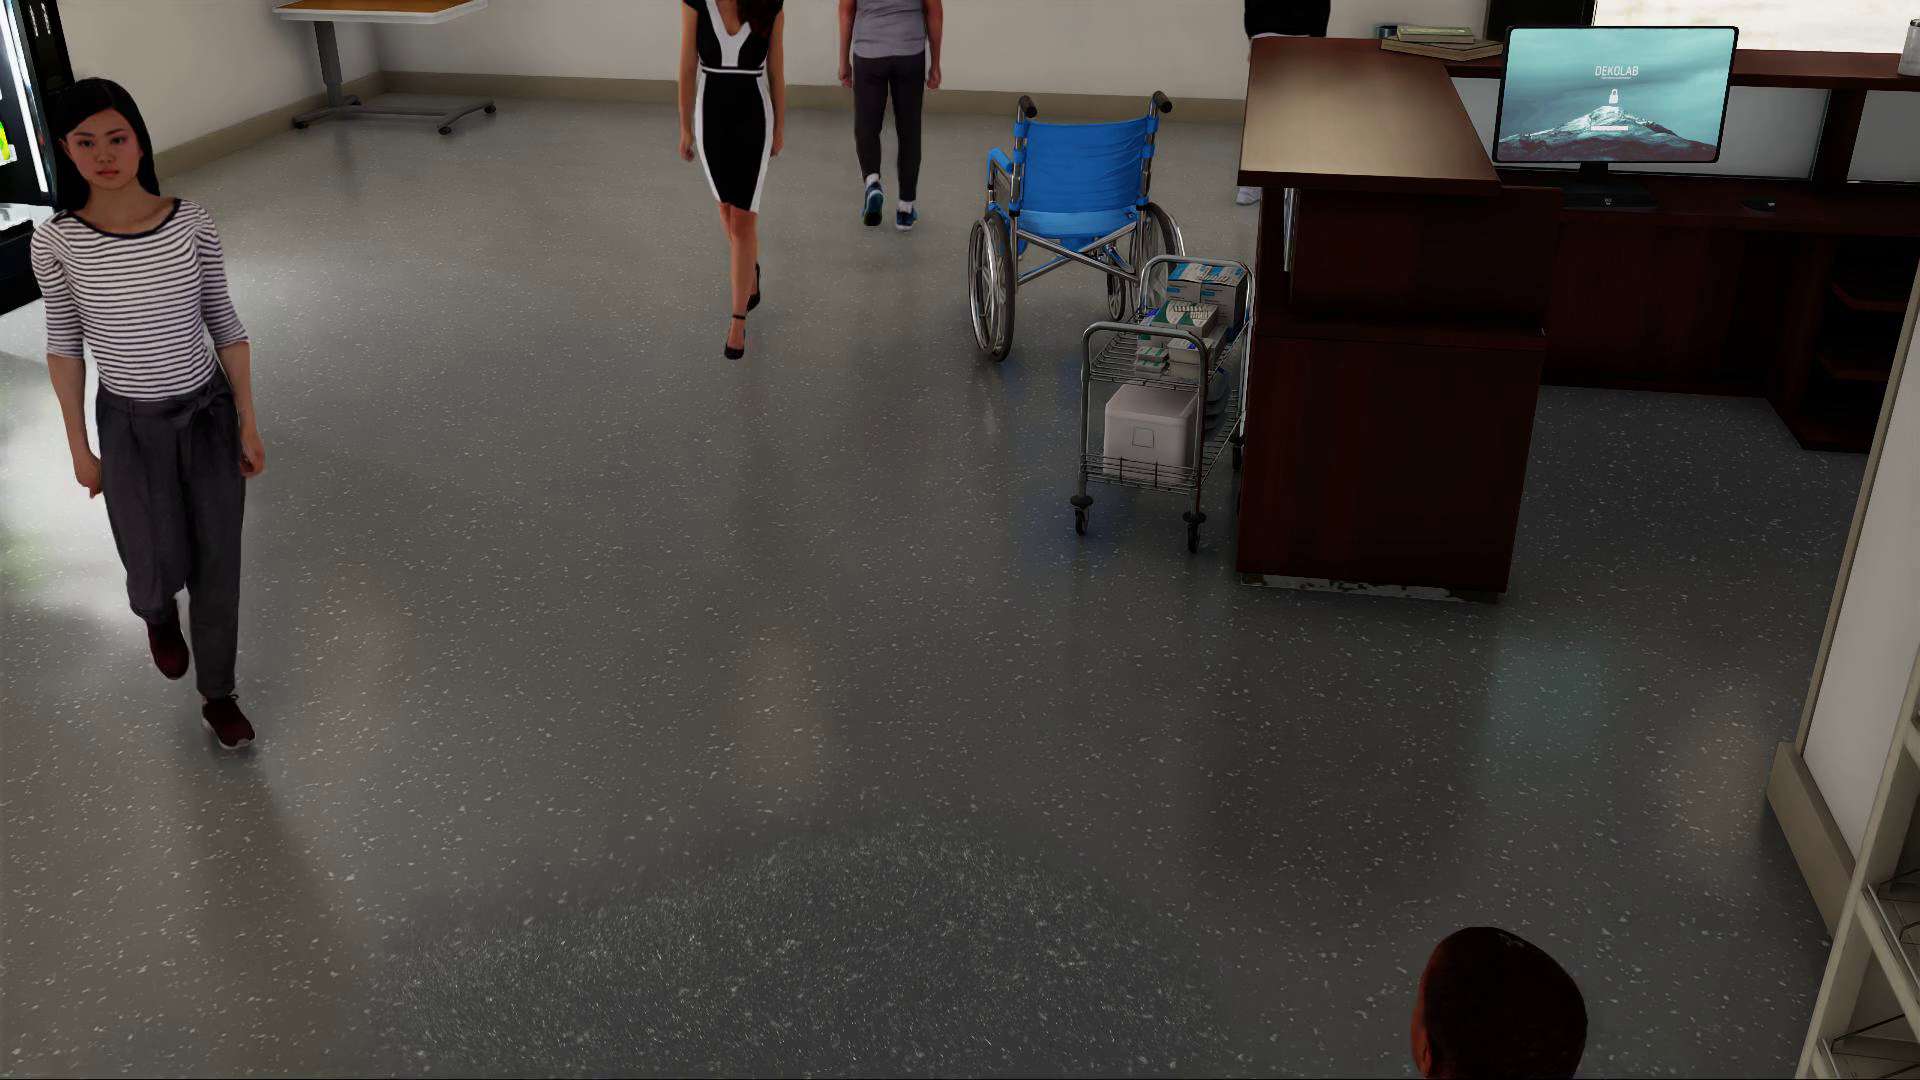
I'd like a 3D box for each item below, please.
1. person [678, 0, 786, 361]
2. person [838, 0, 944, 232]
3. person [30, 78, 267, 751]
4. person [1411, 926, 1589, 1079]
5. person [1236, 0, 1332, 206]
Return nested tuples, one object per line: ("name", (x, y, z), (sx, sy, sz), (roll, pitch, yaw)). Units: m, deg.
("person", (-0.963, -1.712, 7.123), (0.738, 1.740, 1.197), (0, 26, 0))
("person", (-0.368, -2.455, 8.585), (0.799, 1.809, 0.962), (0, 26, 1))
("person", (-2.021, -0.299, 4.214), (0.840, 1.722, 0.899), (-16, 30, -30))
("person", (0.563, 1.050, 1.898), (0.636, 1.304, 0.714), (-9, 27, -18))
("person", (1.789, -2.759, 9.206), (0.762, 1.817, 0.779), (23, 34, 40))
